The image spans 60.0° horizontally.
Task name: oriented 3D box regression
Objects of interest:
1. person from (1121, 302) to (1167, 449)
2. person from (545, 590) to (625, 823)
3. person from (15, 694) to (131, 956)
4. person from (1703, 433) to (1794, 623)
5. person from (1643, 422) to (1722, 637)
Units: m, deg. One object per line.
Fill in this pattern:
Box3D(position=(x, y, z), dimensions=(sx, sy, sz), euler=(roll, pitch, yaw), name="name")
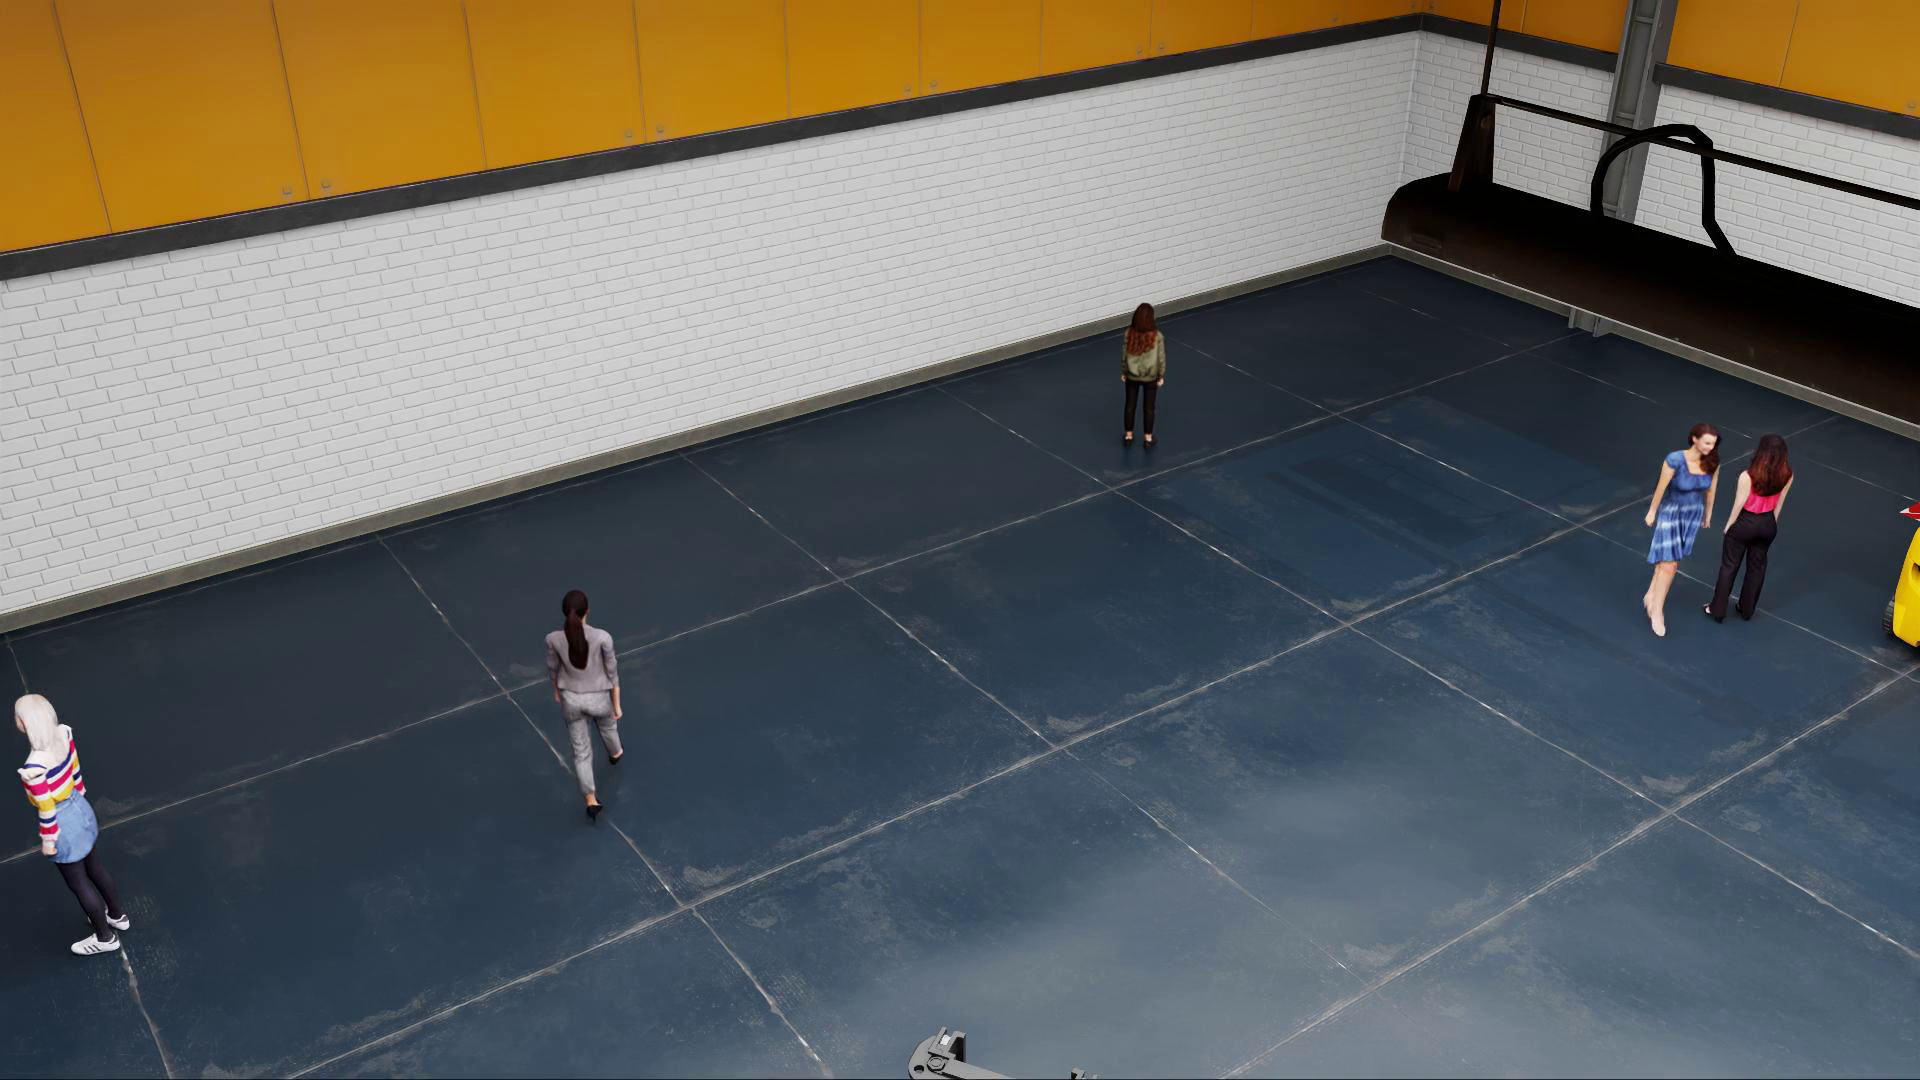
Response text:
Box3D(position=(1.775, -1.615, 16.270), dimensions=(0.629, 1.475, 0.713), euler=(8, 30, 14), name="person")
Box3D(position=(-2.492, 1.145, 11.039), dimensions=(0.973, 1.640, 1.138), euler=(-1, 29, -2), name="person")
Box3D(position=(-5.302, 1.679, 9.884), dimensions=(0.780, 1.809, 0.653), euler=(-1, 29, -2), name="person")
Box3D(position=(6.326, -0.098, 13.297), dimensions=(0.658, 1.660, 0.665), euler=(-2, 29, -4), name="person")
Box3D(position=(5.666, -0.152, 13.260), dimensions=(0.806, 1.790, 0.875), euler=(-6, 29, -11), name="person")
